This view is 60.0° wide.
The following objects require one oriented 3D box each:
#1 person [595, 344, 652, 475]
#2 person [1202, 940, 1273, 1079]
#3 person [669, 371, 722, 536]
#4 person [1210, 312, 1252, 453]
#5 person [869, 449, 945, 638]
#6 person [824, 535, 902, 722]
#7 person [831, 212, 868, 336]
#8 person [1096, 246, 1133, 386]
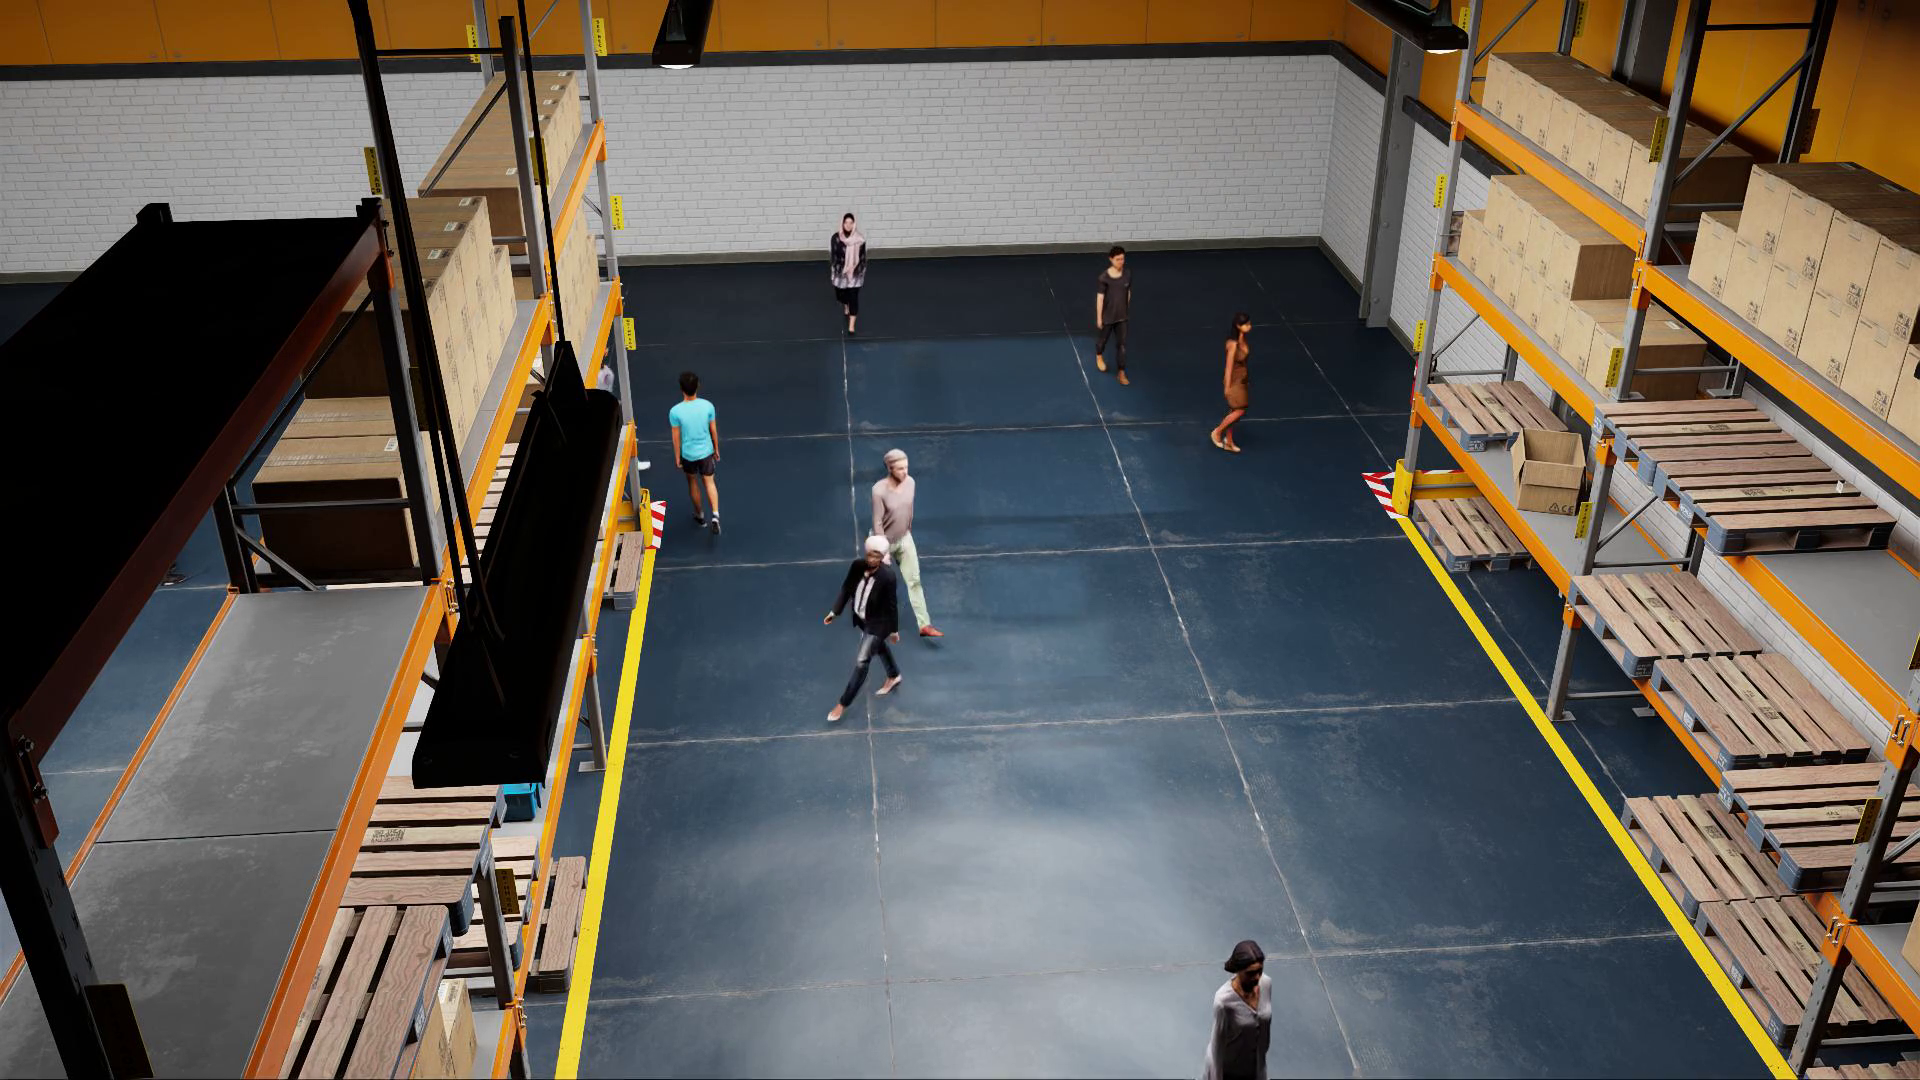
[{"bbox_3d":[-3.956,-1.346,17.806,1.078,1.692,1.261,-16,32,-27],"label":"person"},{"bbox_3d":[1.550,3.026,9.759,0.862,1.723,1.163,-13,31,-23],"label":"person"},{"bbox_3d":[-2.634,-0.824,16.784,0.807,1.754,1.063,-9,30,-17],"label":"person"},{"bbox_3d":[3.007,-1.758,18.574,0.766,1.680,0.711,13,31,22],"label":"person"},{"bbox_3d":[-0.694,0.005,15.188,1.121,1.827,1.335,-20,34,-32],"label":"person"},{"bbox_3d":[-0.728,0.685,14.098,1.172,1.751,1.281,-19,34,-31],"label":"person"},{"bbox_3d":[-1.458,-3.553,21.921,0.699,1.626,0.852,2,29,3],"label":"person"},{"bbox_3d":[1.858,-2.812,20.508,0.768,1.678,1.120,-9,30,-15],"label":"person"}]
